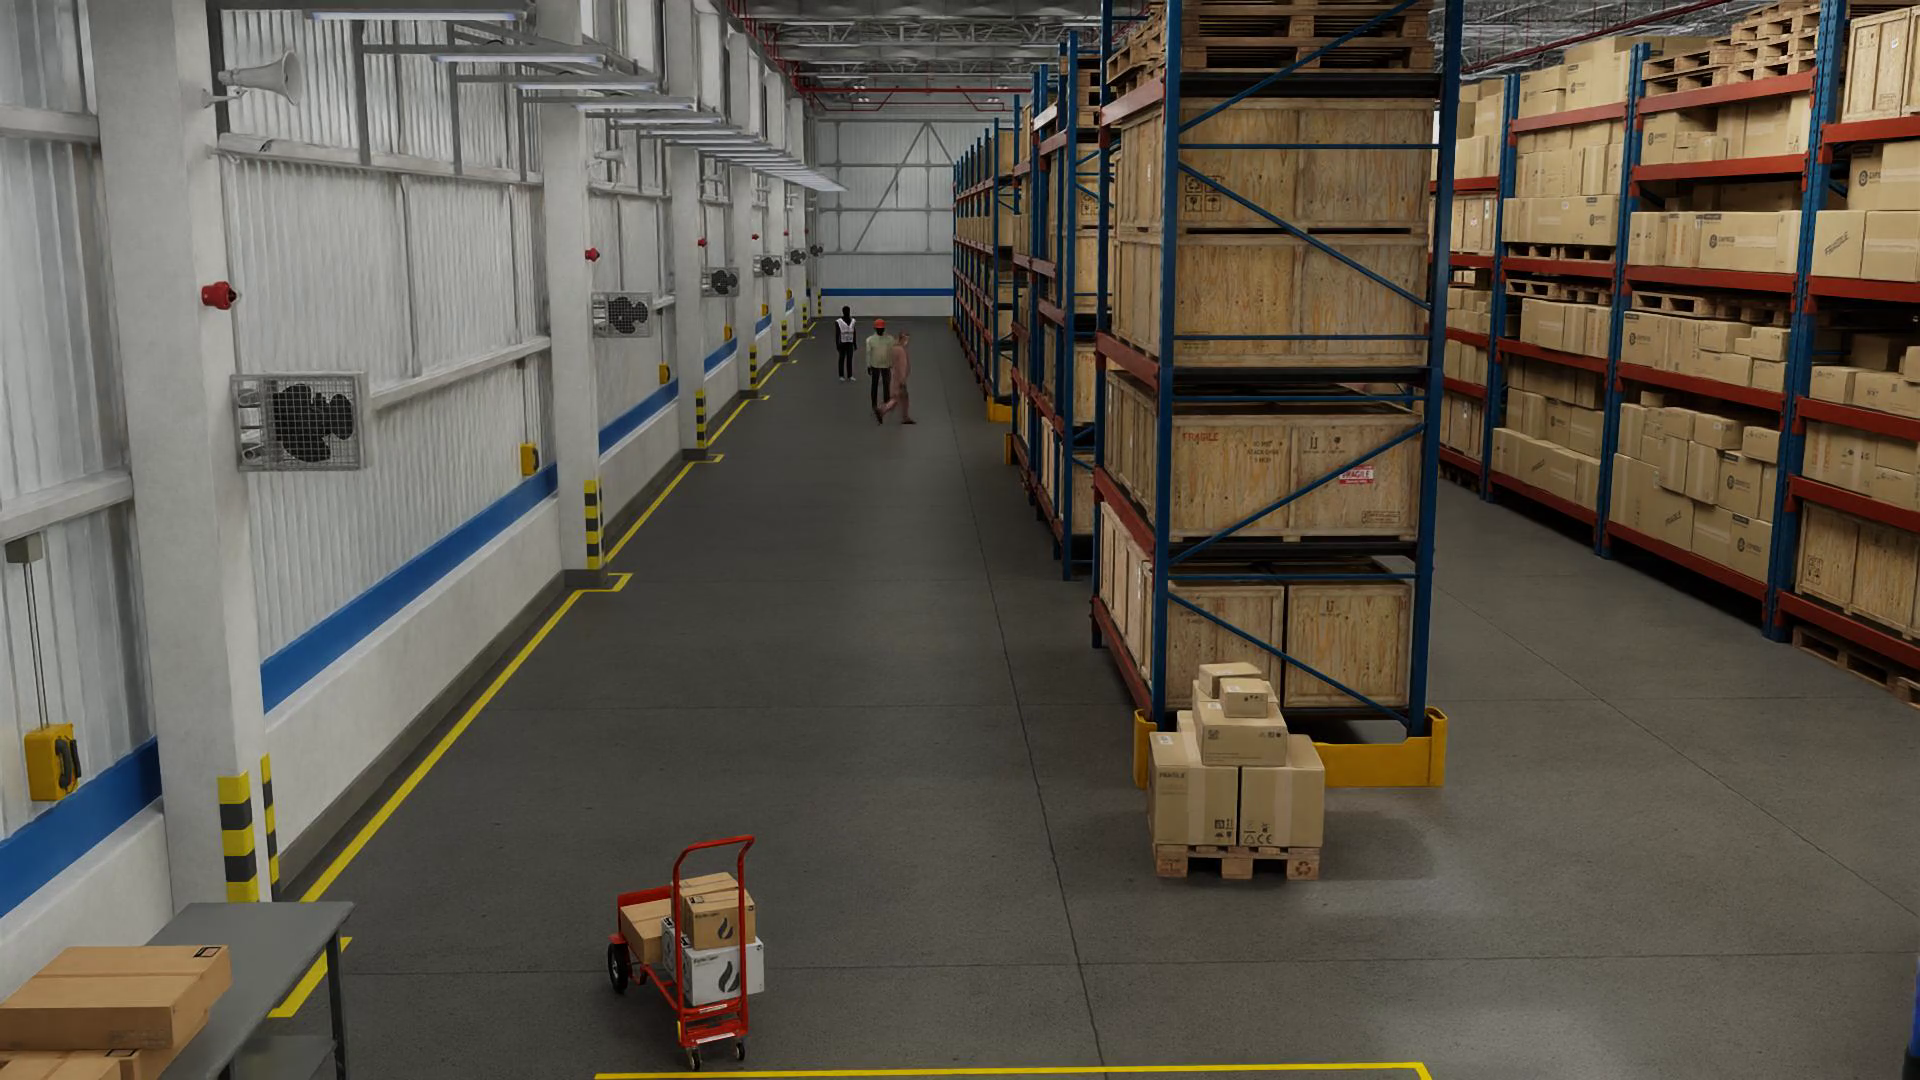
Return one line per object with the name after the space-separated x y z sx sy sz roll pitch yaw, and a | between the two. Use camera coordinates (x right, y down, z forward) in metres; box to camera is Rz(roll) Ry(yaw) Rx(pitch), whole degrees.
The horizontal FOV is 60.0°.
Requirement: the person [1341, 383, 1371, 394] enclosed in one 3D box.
6.492 -2.137 27.640 0.659 1.869 0.919 3 11 17 | person

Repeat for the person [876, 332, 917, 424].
-1.277 -3.218 33.237 0.781 1.873 0.683 -2 11 -10 | person

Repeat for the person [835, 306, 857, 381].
-2.924 -5.016 42.485 0.591 1.910 0.388 -8 14 -37 | person

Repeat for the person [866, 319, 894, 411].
-1.704 -3.749 35.693 0.613 1.988 0.403 -3 11 -14 | person
